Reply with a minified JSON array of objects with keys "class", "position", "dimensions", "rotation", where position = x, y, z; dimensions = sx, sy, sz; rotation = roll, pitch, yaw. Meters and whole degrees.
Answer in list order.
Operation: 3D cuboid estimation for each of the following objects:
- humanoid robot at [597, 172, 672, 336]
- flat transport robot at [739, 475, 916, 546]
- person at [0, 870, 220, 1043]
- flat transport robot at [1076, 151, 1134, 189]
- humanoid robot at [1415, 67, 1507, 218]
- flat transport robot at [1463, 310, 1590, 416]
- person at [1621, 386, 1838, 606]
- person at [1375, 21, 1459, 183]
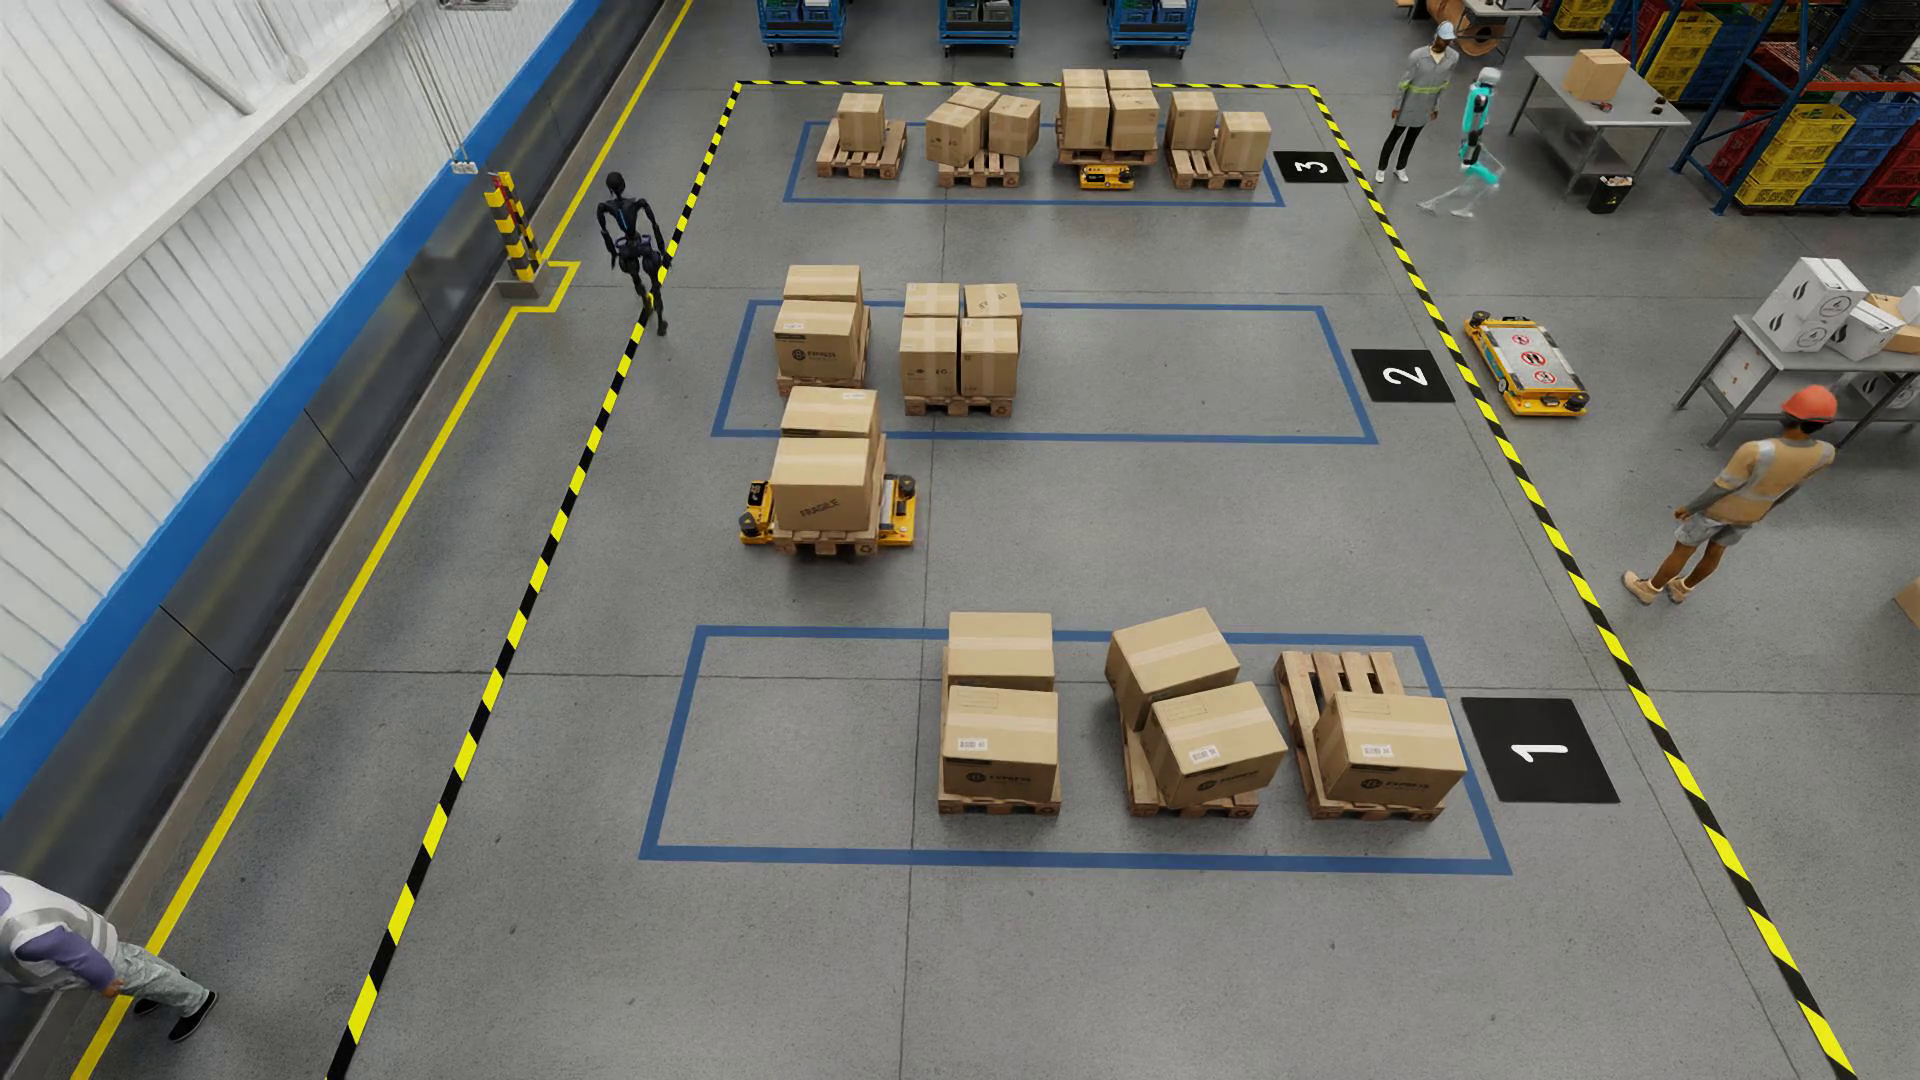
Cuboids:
[{"class":"humanoid robot","position":[-3.197,-2.887,9.108],"dimensions":[0.588,1.637,0.660],"rotation":[-7,50,-6]},{"class":"flat transport robot","position":[-1.102,-0.270,7.748],"dimensions":[1.431,0.197,0.652],"rotation":[1,49,1]},{"class":"person","position":[-4.523,2.116,4.666],"dimensions":[0.588,1.834,0.404],"rotation":[22,53,18]},{"class":"flat transport robot","position":[1.845,-4.982,11.827],"dimensions":[0.652,0.197,1.431],"rotation":[1,49,1]},{"class":"humanoid robot","position":[5.893,-4.381,10.344],"dimensions":[0.893,1.743,0.552],"rotation":[13,50,11]},{"class":"flat transport robot","position":[5.573,-1.757,9.054],"dimensions":[0.659,0.231,1.431],"rotation":[1,49,1]},{"class":"person","position":[5.530,-0.257,6.590],"dimensions":[0.605,2.034,0.388],"rotation":[1,49,1]},{"class":"person","position":[5.493,-5.223,11.007],"dimensions":[0.593,1.852,0.367],"rotation":[-1,49,-1]}]
